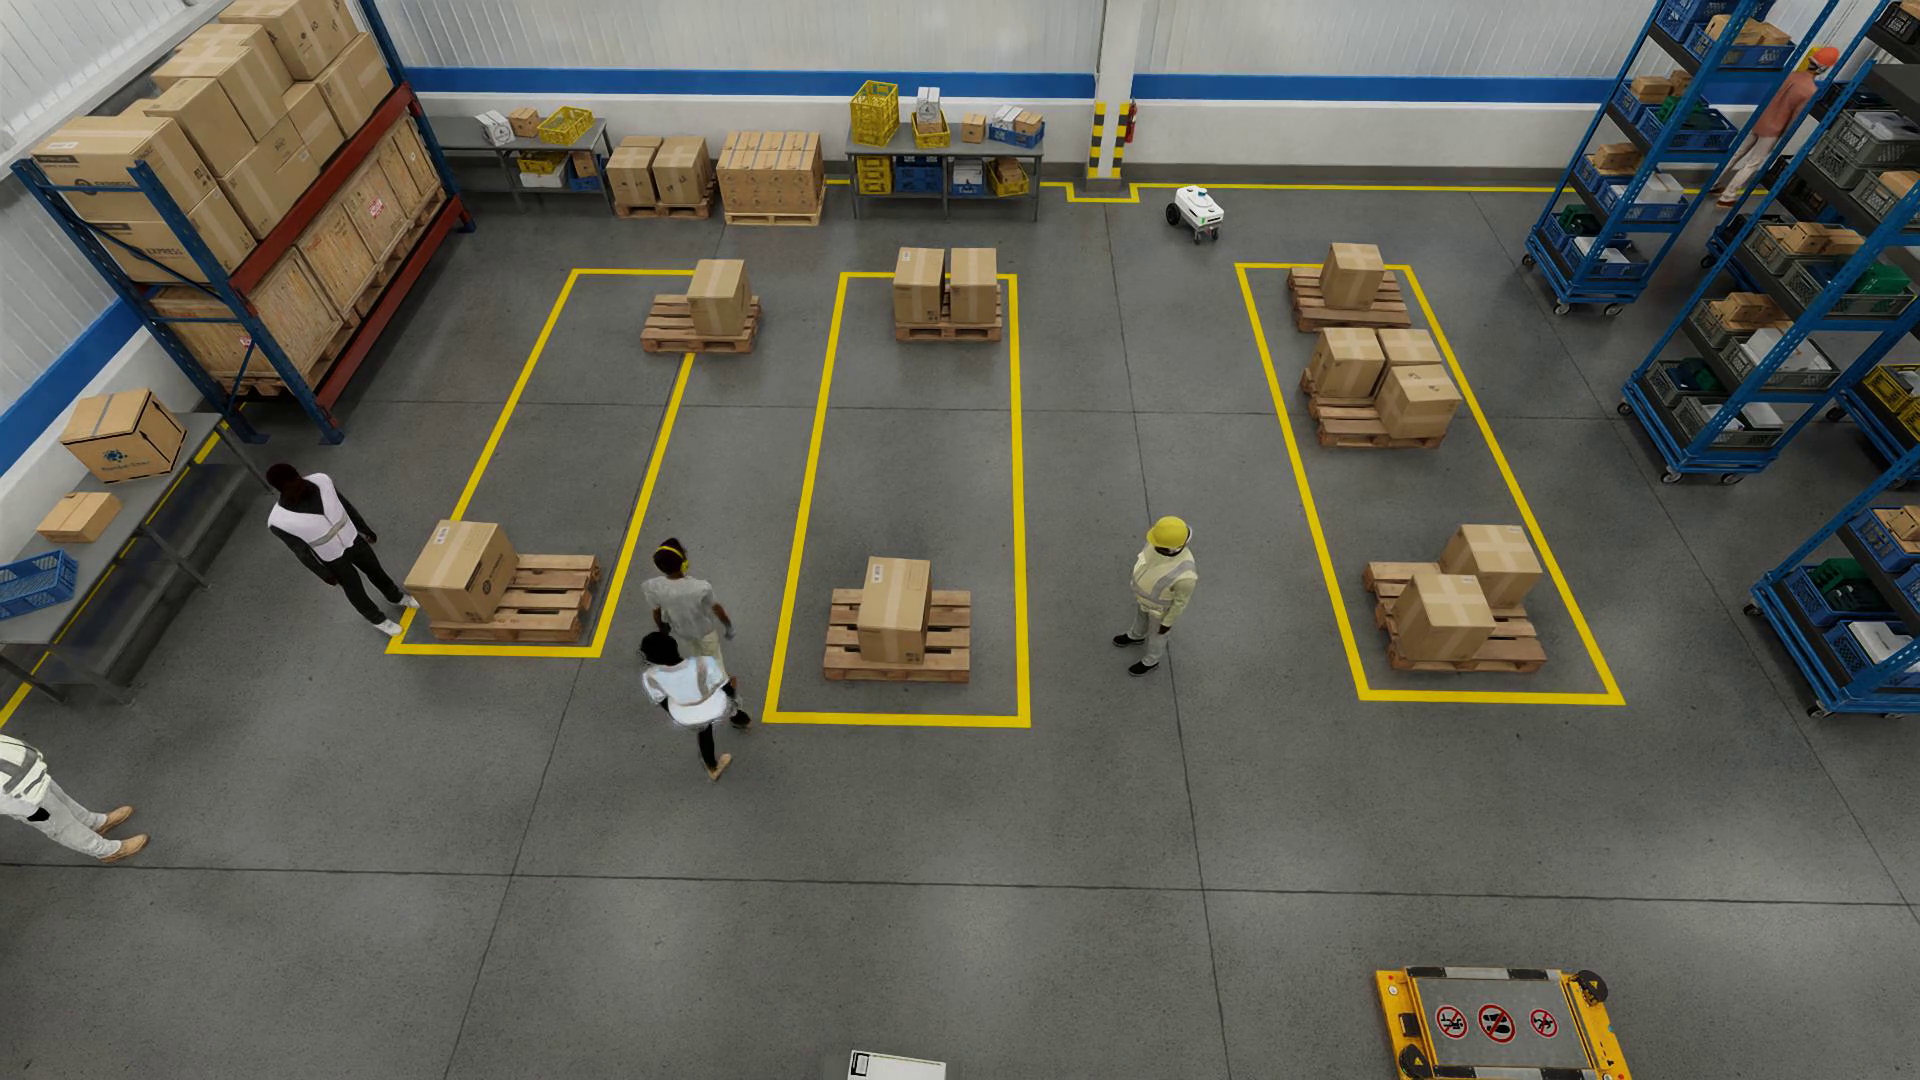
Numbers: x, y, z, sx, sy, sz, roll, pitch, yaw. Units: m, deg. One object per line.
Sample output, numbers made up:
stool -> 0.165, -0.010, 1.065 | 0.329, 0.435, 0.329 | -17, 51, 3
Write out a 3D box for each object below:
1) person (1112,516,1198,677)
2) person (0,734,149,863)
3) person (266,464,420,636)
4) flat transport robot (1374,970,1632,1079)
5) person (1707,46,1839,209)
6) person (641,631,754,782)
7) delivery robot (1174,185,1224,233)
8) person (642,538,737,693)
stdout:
person -> 1.517, 0.429, 7.125 | 0.403, 1.822, 0.588 | -12, 52, -10
person -> -6.288, 1.635, 6.132 | 0.621, 1.841, 0.429 | 38, 60, 26
person -> -4.991, 0.064, 7.369 | 0.393, 1.910, 0.582 | 11, 52, 9
flat transport robot -> 3.501, 3.133, 5.914 | 1.431, 0.197, 0.652 | 1, 51, 1
person -> 10.299, -5.214, 11.624 | 0.419, 1.984, 0.616 | -3, 51, -2
person -> -1.881, 1.146, 6.650 | 0.588, 1.643, 0.645 | -5, 51, -4
delivery robot -> 3.047, -4.236, 11.681 | 0.477, 0.478, 0.707 | -17, 53, -14
person -> -2.015, 0.619, 6.952 | 0.563, 1.869, 0.460 | 1, 51, 1
